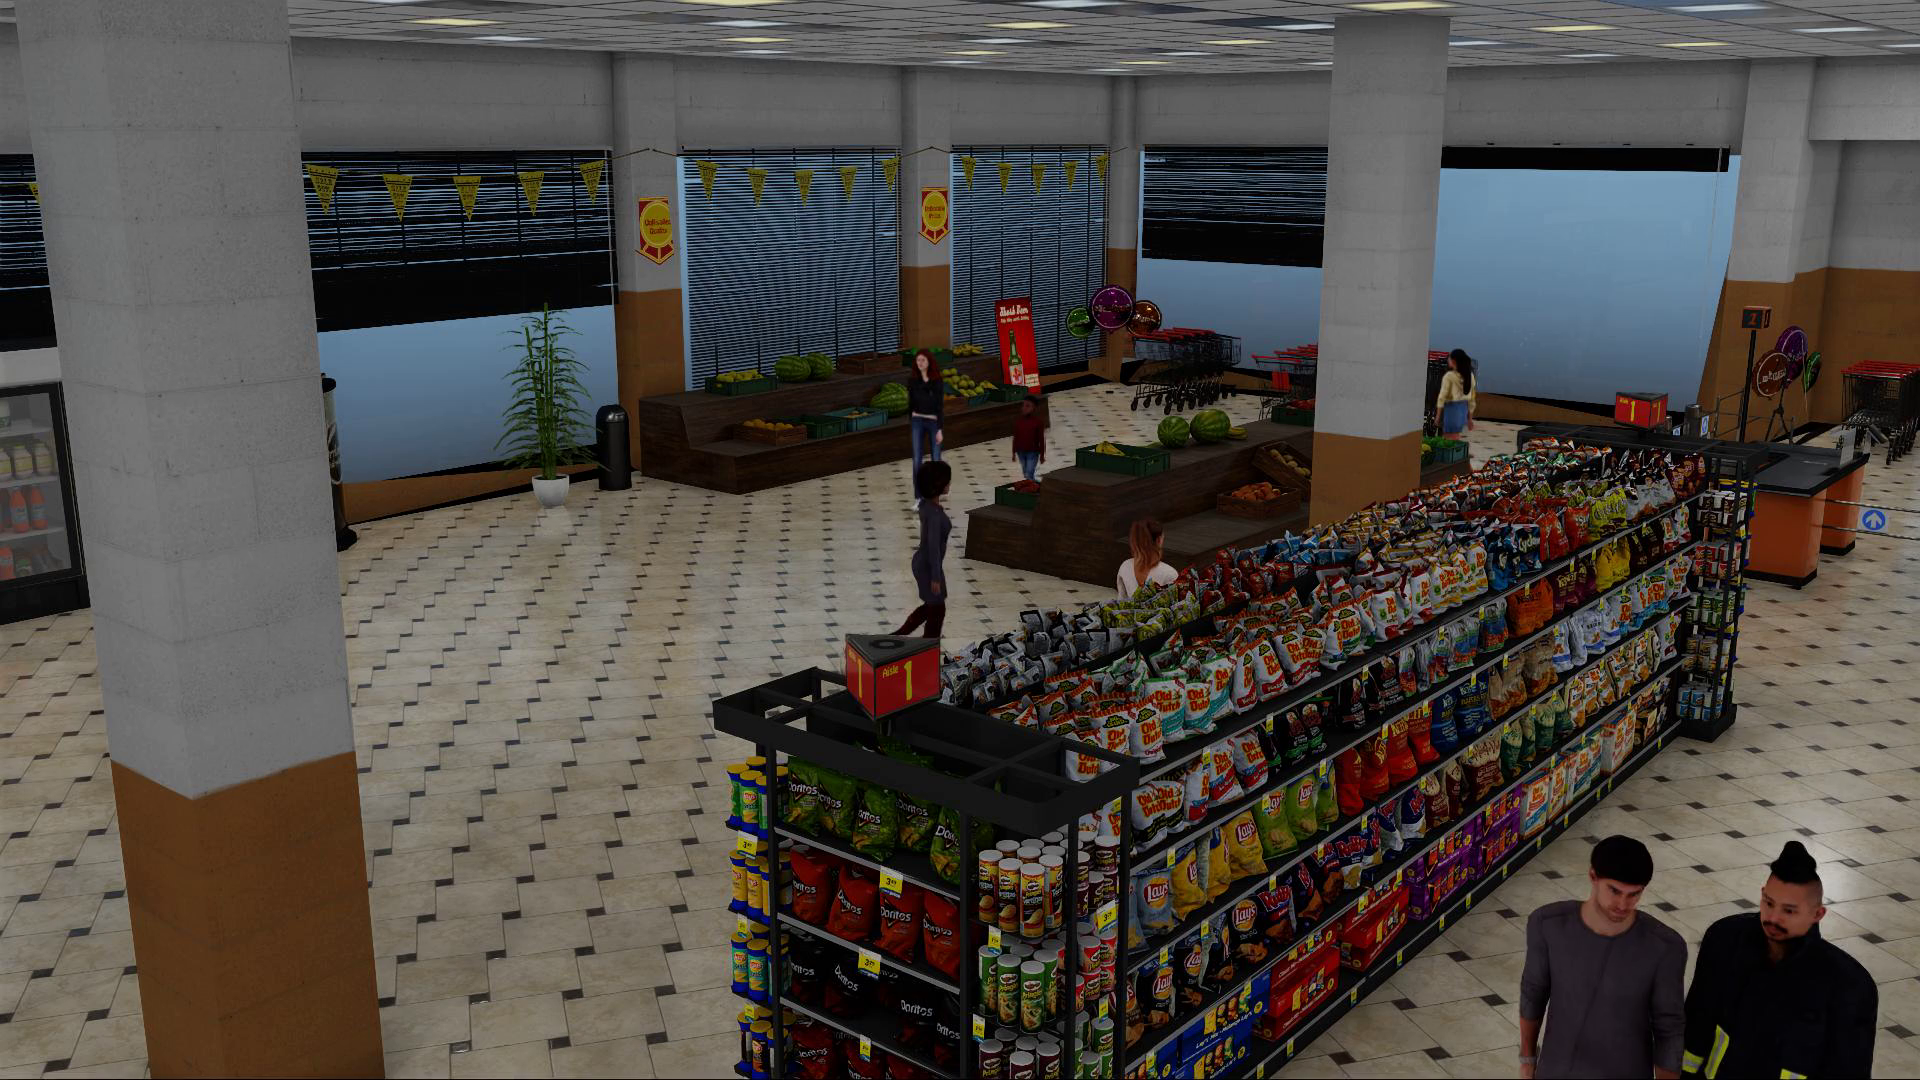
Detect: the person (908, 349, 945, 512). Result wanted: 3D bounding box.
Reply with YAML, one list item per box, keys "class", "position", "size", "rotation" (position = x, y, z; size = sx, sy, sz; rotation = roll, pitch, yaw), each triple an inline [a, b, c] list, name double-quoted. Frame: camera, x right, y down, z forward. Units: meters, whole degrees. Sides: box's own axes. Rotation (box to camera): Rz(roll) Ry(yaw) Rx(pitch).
- class: "person"
  position: [-0.337, -1.221, 18.422]
  size: [0.913, 1.760, 1.162]
  rotation: [3, 14, 14]

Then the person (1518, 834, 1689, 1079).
- class: "person"
  position: [2.199, 1.829, 5.731]
  size: [0.870, 1.814, 1.097]
  rotation: [6, 15, 22]

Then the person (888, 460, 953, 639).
- class: "person"
  position: [-0.311, 0.249, 12.493]
  size: [0.904, 1.698, 0.834]
  rotation: [-2, 14, -10]

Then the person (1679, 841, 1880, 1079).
- class: "person"
  position: [2.676, 1.857, 5.531]
  size: [0.828, 1.855, 0.831]
  rotation: [13, 18, 42]

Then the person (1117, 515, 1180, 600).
- class: "person"
  position: [1.215, 0.678, 10.679]
  size: [0.617, 1.719, 0.554]
  rotation: [10, 17, 35]

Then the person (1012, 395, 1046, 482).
- class: "person"
  position: [0.798, -1.001, 18.613]
  size: [0.587, 1.242, 0.896]
  rotation: [9, 16, 32]

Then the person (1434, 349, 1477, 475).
- class: "person"
  position: [5.856, -1.404, 19.518]
  size: [1.084, 1.600, 0.925]
  rotation: [-8, 16, -29]
